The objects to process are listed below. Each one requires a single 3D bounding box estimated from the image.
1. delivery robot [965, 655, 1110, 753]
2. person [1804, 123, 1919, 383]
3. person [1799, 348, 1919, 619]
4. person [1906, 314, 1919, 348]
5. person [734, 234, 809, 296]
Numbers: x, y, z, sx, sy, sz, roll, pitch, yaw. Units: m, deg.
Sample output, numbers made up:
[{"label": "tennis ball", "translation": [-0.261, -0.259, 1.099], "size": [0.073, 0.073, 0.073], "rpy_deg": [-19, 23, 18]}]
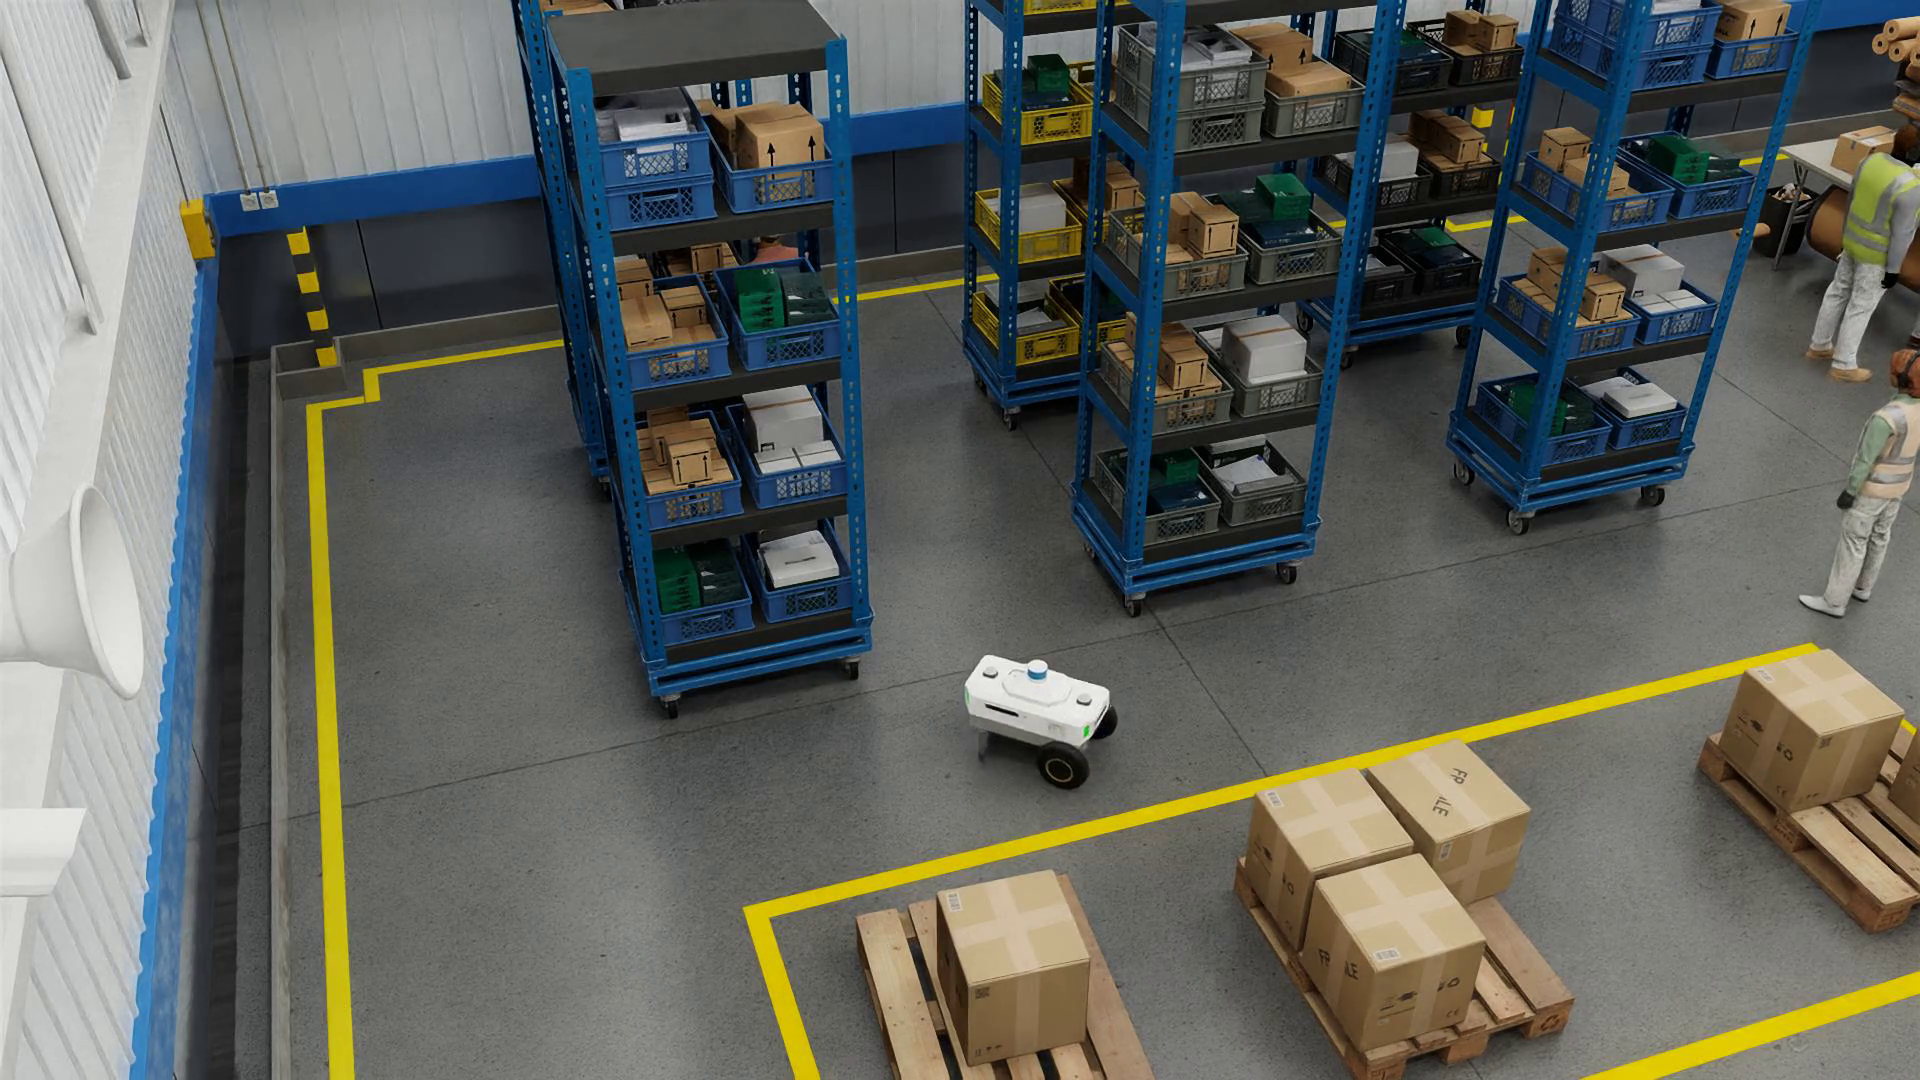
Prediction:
[{"label": "delivery robot", "translation": [0.391, 0.830, 8.531], "size": [0.707, 0.478, 0.477], "rpy_deg": [15, 38, 20]}, {"label": "person", "translation": [6.326, -1.998, 11.511], "size": [0.429, 1.841, 0.634], "rpy_deg": [-4, 35, -5]}, {"label": "person", "translation": [5.126, -0.311, 9.303], "size": [0.510, 1.630, 0.317], "rpy_deg": [-22, 41, -28]}, {"label": "person", "translation": [7.143, -2.126, 11.621], "size": [0.370, 1.930, 0.629], "rpy_deg": [3, 35, 5]}, {"label": "person", "translation": [-1.142, -1.174, 10.227], "size": [0.622, 1.982, 0.412], "rpy_deg": [-30, 45, -35]}]
